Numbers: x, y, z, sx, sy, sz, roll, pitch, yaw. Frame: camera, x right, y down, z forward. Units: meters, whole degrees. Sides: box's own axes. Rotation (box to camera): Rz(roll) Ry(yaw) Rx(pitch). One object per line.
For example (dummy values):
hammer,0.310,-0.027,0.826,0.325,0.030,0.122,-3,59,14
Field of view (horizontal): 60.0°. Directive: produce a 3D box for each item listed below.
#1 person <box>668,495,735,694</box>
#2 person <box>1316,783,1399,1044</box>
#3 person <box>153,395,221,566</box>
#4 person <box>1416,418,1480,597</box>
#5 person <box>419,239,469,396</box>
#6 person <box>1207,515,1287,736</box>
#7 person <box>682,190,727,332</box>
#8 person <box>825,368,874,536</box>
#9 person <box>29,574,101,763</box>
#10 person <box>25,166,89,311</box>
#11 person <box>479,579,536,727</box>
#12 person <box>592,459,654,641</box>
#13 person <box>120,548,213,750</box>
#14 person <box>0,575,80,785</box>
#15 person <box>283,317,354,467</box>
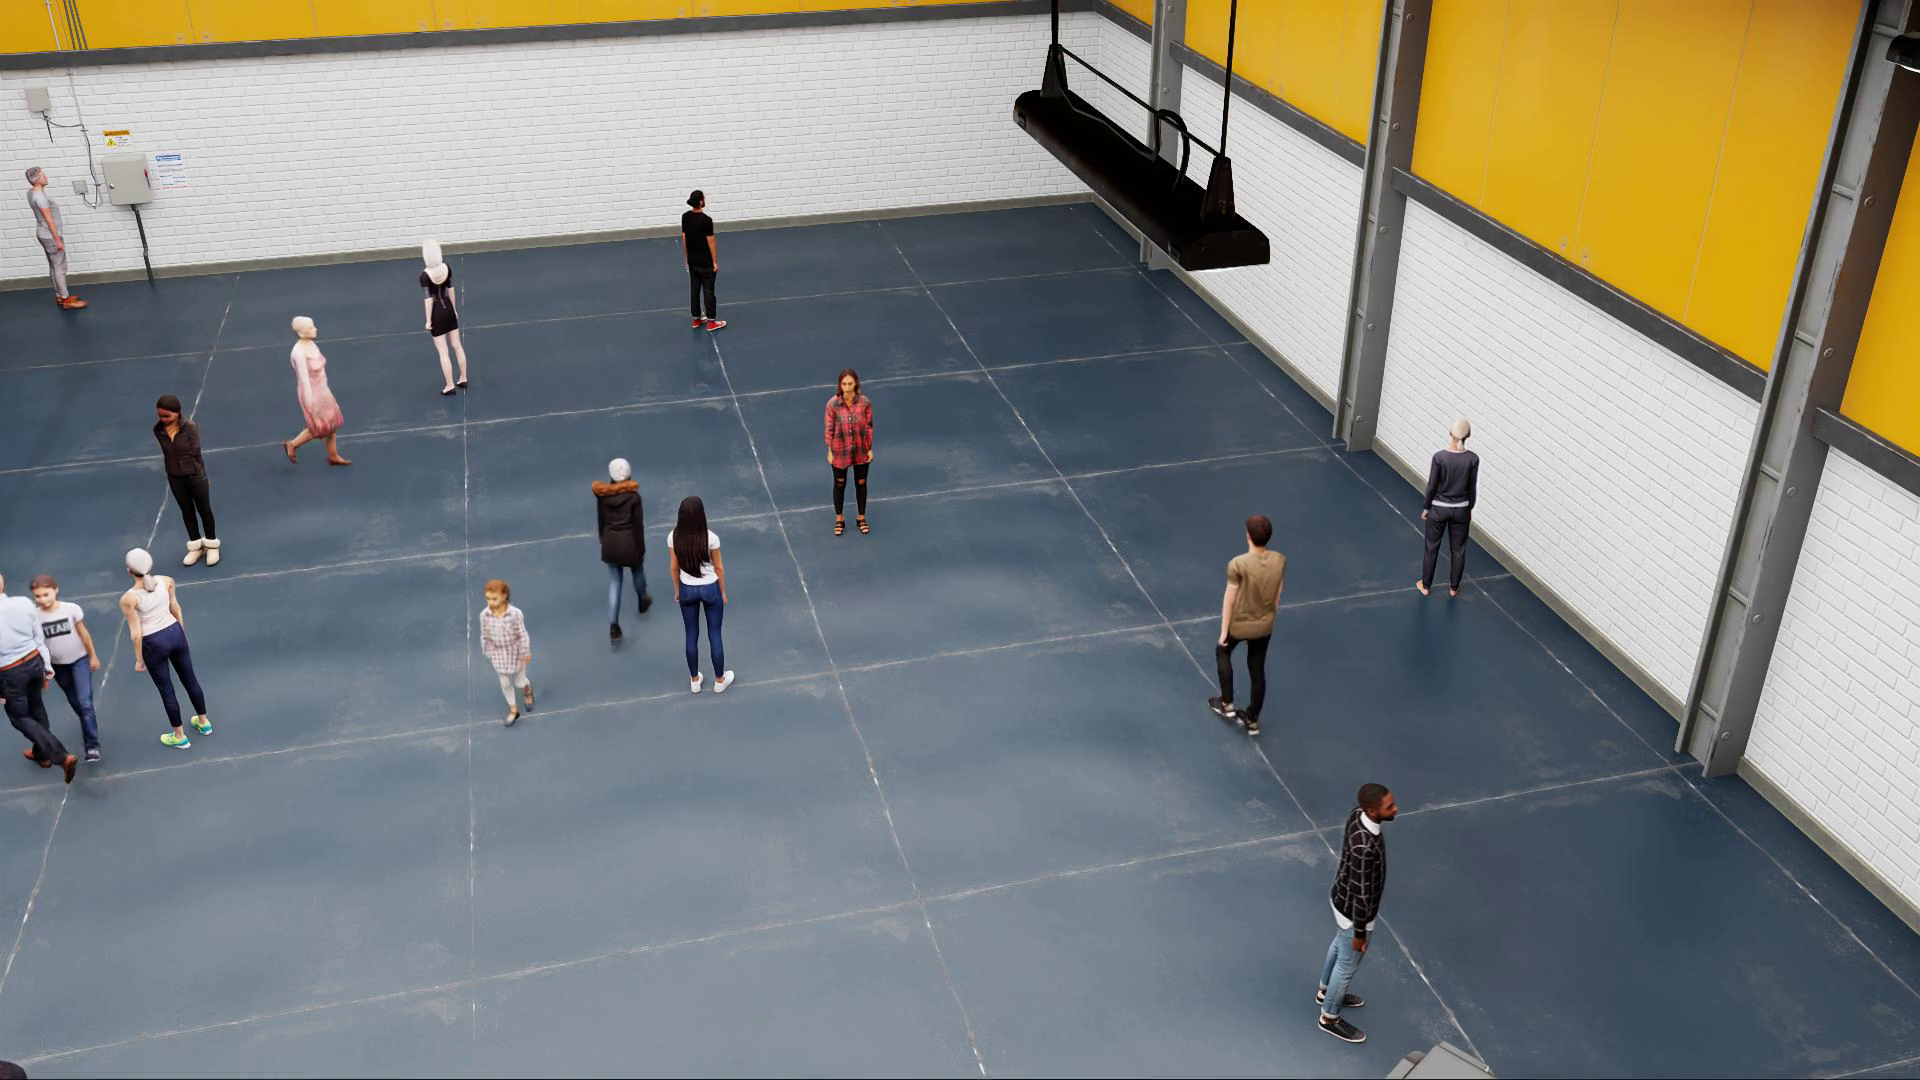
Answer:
person,-2.100,0.442,13.439,0.657,1.775,0.635,3,29,6
person,2.401,2.218,10.137,0.801,1.819,0.650,6,29,10
person,-7.184,-0.598,15.464,0.665,1.661,0.606,-7,29,-13
person,4.369,-0.295,14.841,0.678,1.725,0.658,4,29,7
person,-5.857,-2.523,18.817,0.685,1.829,0.640,18,34,30
person,2.286,0.706,12.892,0.717,1.836,0.756,-9,30,-16
person,-3.215,-3.479,20.646,0.696,1.757,0.757,15,32,26
person,-1.044,-0.849,15.881,0.636,1.702,0.580,-4,29,-7
person,-6.884,0.910,12.846,0.582,1.521,1.027,-10,30,-17
person,-11.653,-3.877,21.296,0.834,1.832,0.677,-23,36,-36
person,-3.567,0.849,13.190,0.623,1.300,0.684,2,29,3
person,-2.916,0.102,14.250,0.908,1.595,1.169,3,29,6
person,-6.132,0.825,12.814,0.730,1.702,0.680,17,33,29
person,-6.931,1.034,12.357,1.136,1.772,1.087,15,32,25
person,-6.710,-1.487,17.079,0.761,1.676,0.863,-2,29,-4
